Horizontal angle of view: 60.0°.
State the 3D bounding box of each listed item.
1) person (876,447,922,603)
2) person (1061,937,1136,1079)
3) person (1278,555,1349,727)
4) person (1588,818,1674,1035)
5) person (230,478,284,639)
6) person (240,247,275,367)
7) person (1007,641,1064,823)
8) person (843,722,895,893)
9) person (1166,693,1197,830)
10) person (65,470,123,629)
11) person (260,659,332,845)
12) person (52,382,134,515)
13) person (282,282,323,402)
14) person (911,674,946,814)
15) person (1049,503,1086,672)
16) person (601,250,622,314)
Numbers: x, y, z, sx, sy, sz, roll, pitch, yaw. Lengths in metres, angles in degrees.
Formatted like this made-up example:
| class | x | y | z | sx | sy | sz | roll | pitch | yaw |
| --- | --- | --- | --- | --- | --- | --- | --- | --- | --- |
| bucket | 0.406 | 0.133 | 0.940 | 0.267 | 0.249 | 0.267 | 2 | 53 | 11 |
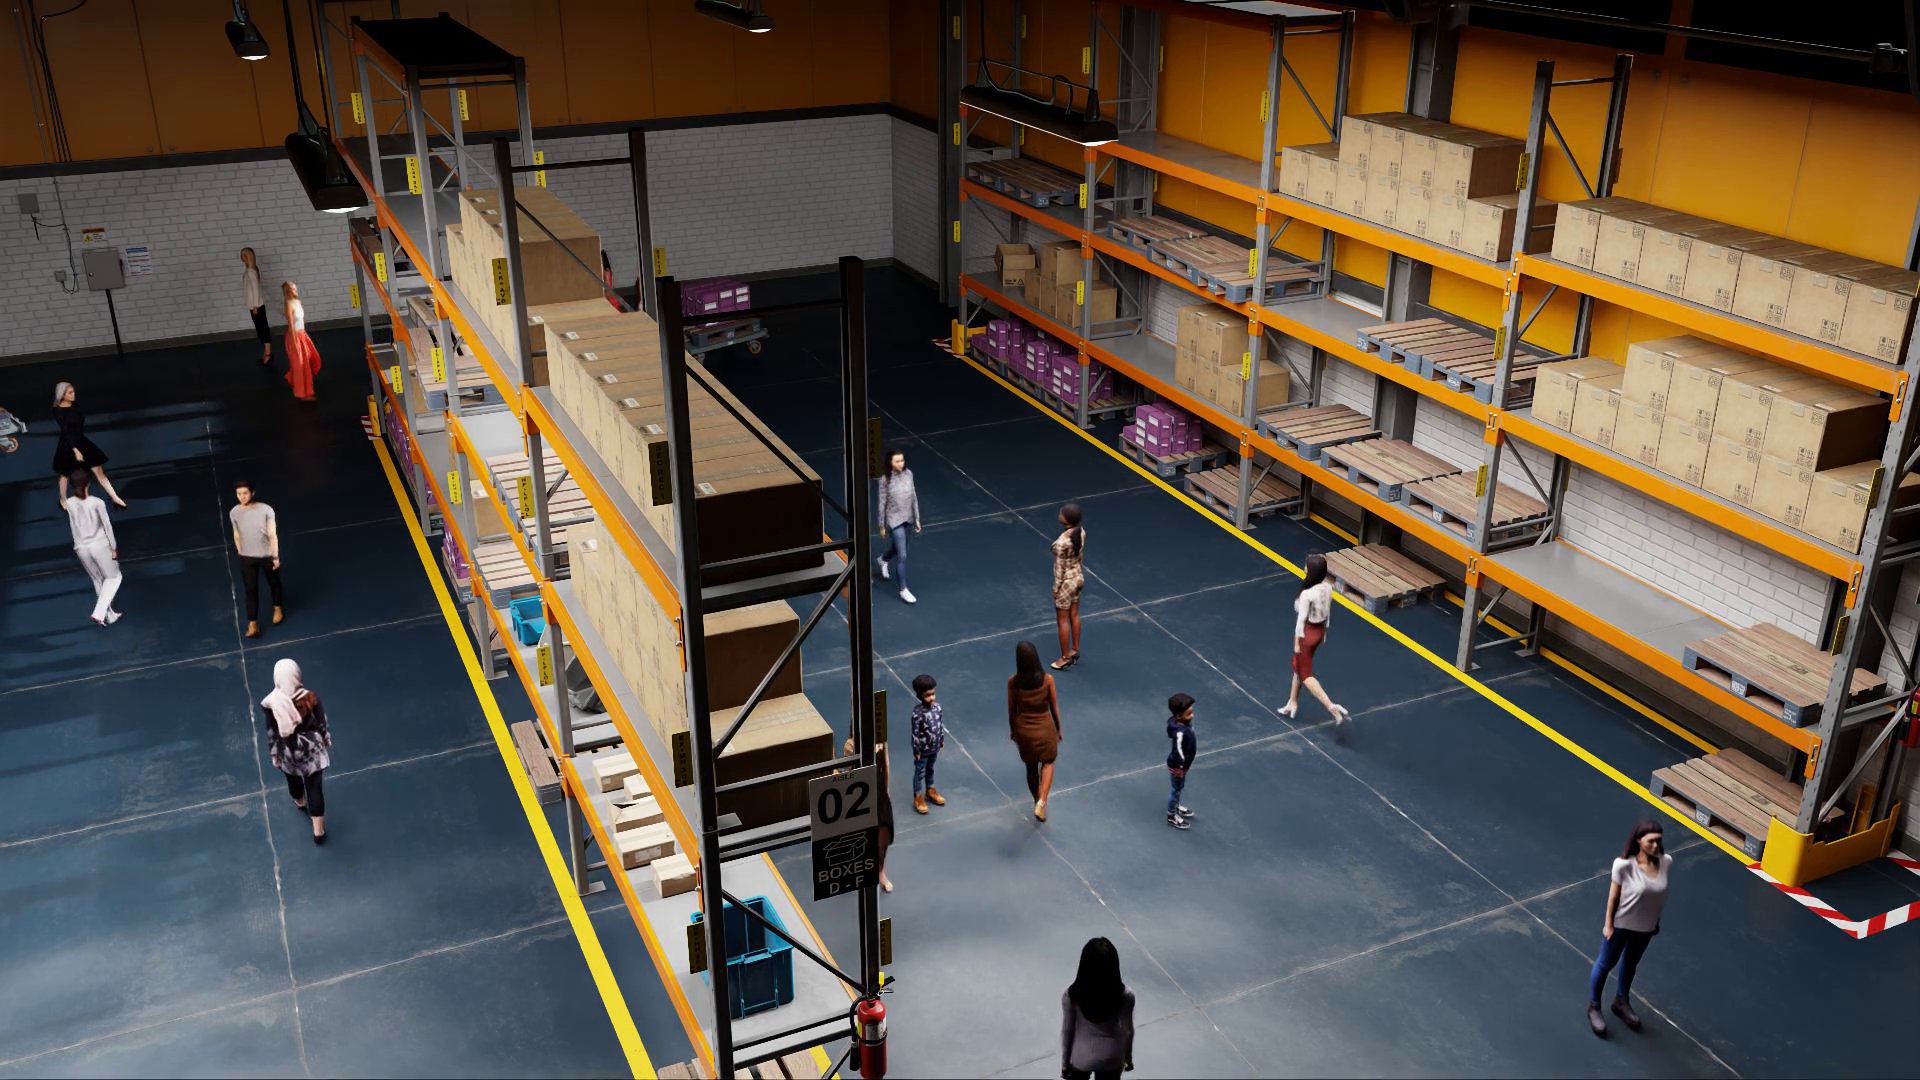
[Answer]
| class | x | y | z | sx | sy | sz | roll | pitch | yaw |
| --- | --- | --- | --- | --- | --- | --- | --- | --- | --- |
| person | -0.712 | -0.226 | 18.290 | 0.799 | 1.704 | 1.147 | -18 | 29 | -36 |
| person | 0.849 | 3.269 | 10.269 | 0.794 | 1.726 | 0.868 | 2 | 24 | 4 |
| person | 3.308 | 0.981 | 15.496 | 0.809 | 1.731 | 1.072 | -21 | 31 | -39 |
| person | 4.695 | 2.684 | 11.657 | 0.636 | 1.684 | 0.594 | -5 | 24 | -12 |
| person | -7.348 | 0.124 | 17.507 | 0.770 | 1.690 | 1.096 | -5 | 24 | -10 |
| person | -10.963 | -3.640 | 25.909 | 0.686 | 1.858 | 0.458 | -9 | 25 | -20 |
| person | 0.613 | 1.681 | 13.989 | 0.830 | 1.656 | 0.913 | 5 | 24 | 11 |
| person | -0.786 | 2.002 | 13.313 | 0.594 | 1.609 | 0.709 | -9 | 25 | -20 |
| person | 1.872 | 1.854 | 14.135 | 0.655 | 1.221 | 0.592 | 8 | 25 | 17 |
| person | -9.083 | 0.138 | 17.390 | 0.813 | 1.759 | 0.957 | 0 | 24 | 0 |
| person | -5.471 | 1.785 | 13.814 | 0.630 | 1.604 | 0.969 | -11 | 26 | -23 |
| person | -10.836 | -1.060 | 20.208 | 1.113 | 1.697 | 1.186 | 4 | 24 | 9 |
| person | -9.754 | -2.888 | 24.272 | 0.892 | 1.791 | 0.869 | 1 | 24 | 3 |
| person | -0.292 | 1.737 | 14.365 | 0.551 | 1.251 | 0.573 | -19 | 30 | -37 |
| person | 1.079 | 0.463 | 16.604 | 0.689 | 1.794 | 0.674 | 18 | 29 | 35 |
| person | -5.490 | -3.767 | 26.436 | 0.678 | 1.668 | 1.042 | -10 | 26 | -22 |
